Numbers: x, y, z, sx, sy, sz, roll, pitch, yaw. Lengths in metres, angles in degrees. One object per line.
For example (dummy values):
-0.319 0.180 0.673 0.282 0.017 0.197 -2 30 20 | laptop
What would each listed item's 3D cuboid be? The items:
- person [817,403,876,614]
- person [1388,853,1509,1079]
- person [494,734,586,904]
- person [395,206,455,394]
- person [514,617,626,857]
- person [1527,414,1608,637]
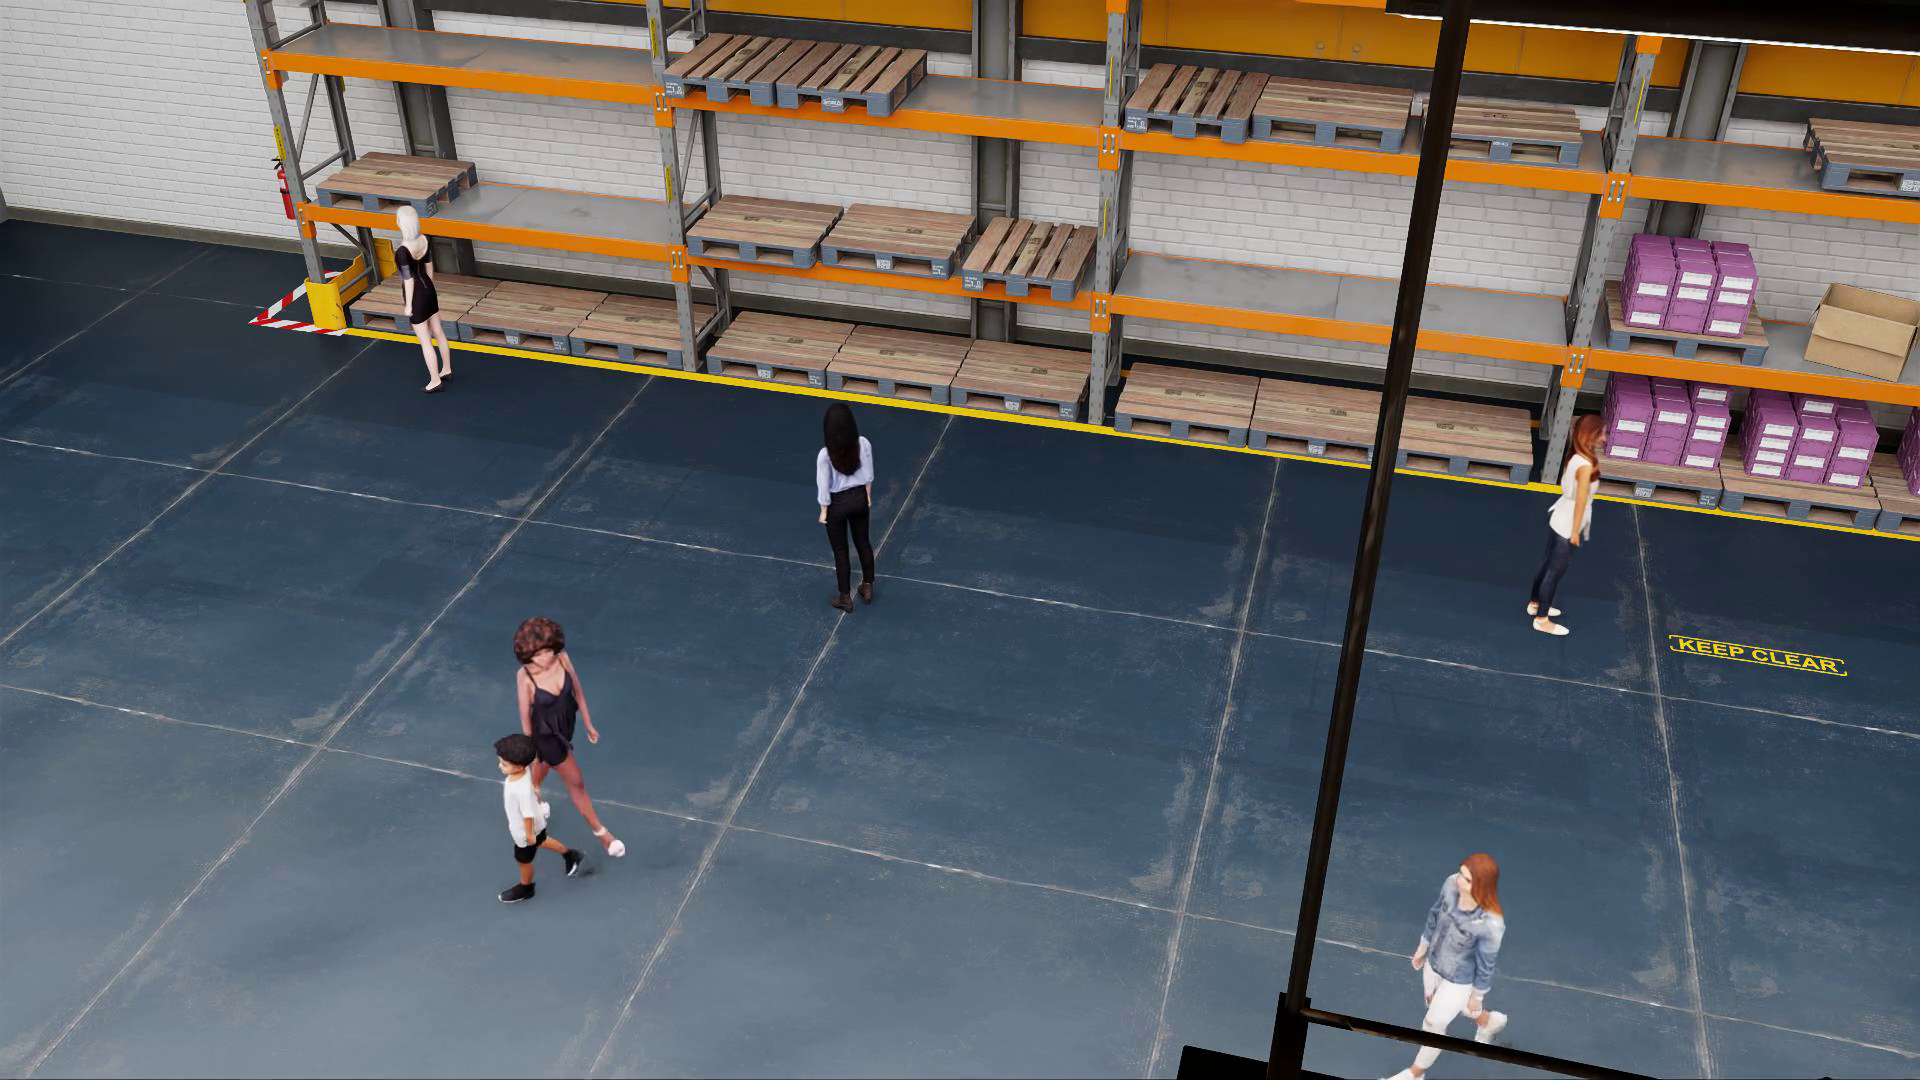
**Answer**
-0.849 -0.240 12.457 0.720 1.746 0.759 -21 39 -28 | person
2.672 2.250 8.767 1.123 1.685 0.939 -10 35 -14 | person
-2.573 1.653 10.057 0.850 1.249 0.716 -9 35 -14 | person
-4.972 -2.229 15.374 0.503 1.830 0.587 10 35 15 | person
-2.579 1.171 10.349 1.150 1.729 0.769 20 38 27 | person
4.460 -0.130 12.257 0.537 1.785 0.593 6 34 9 | person
